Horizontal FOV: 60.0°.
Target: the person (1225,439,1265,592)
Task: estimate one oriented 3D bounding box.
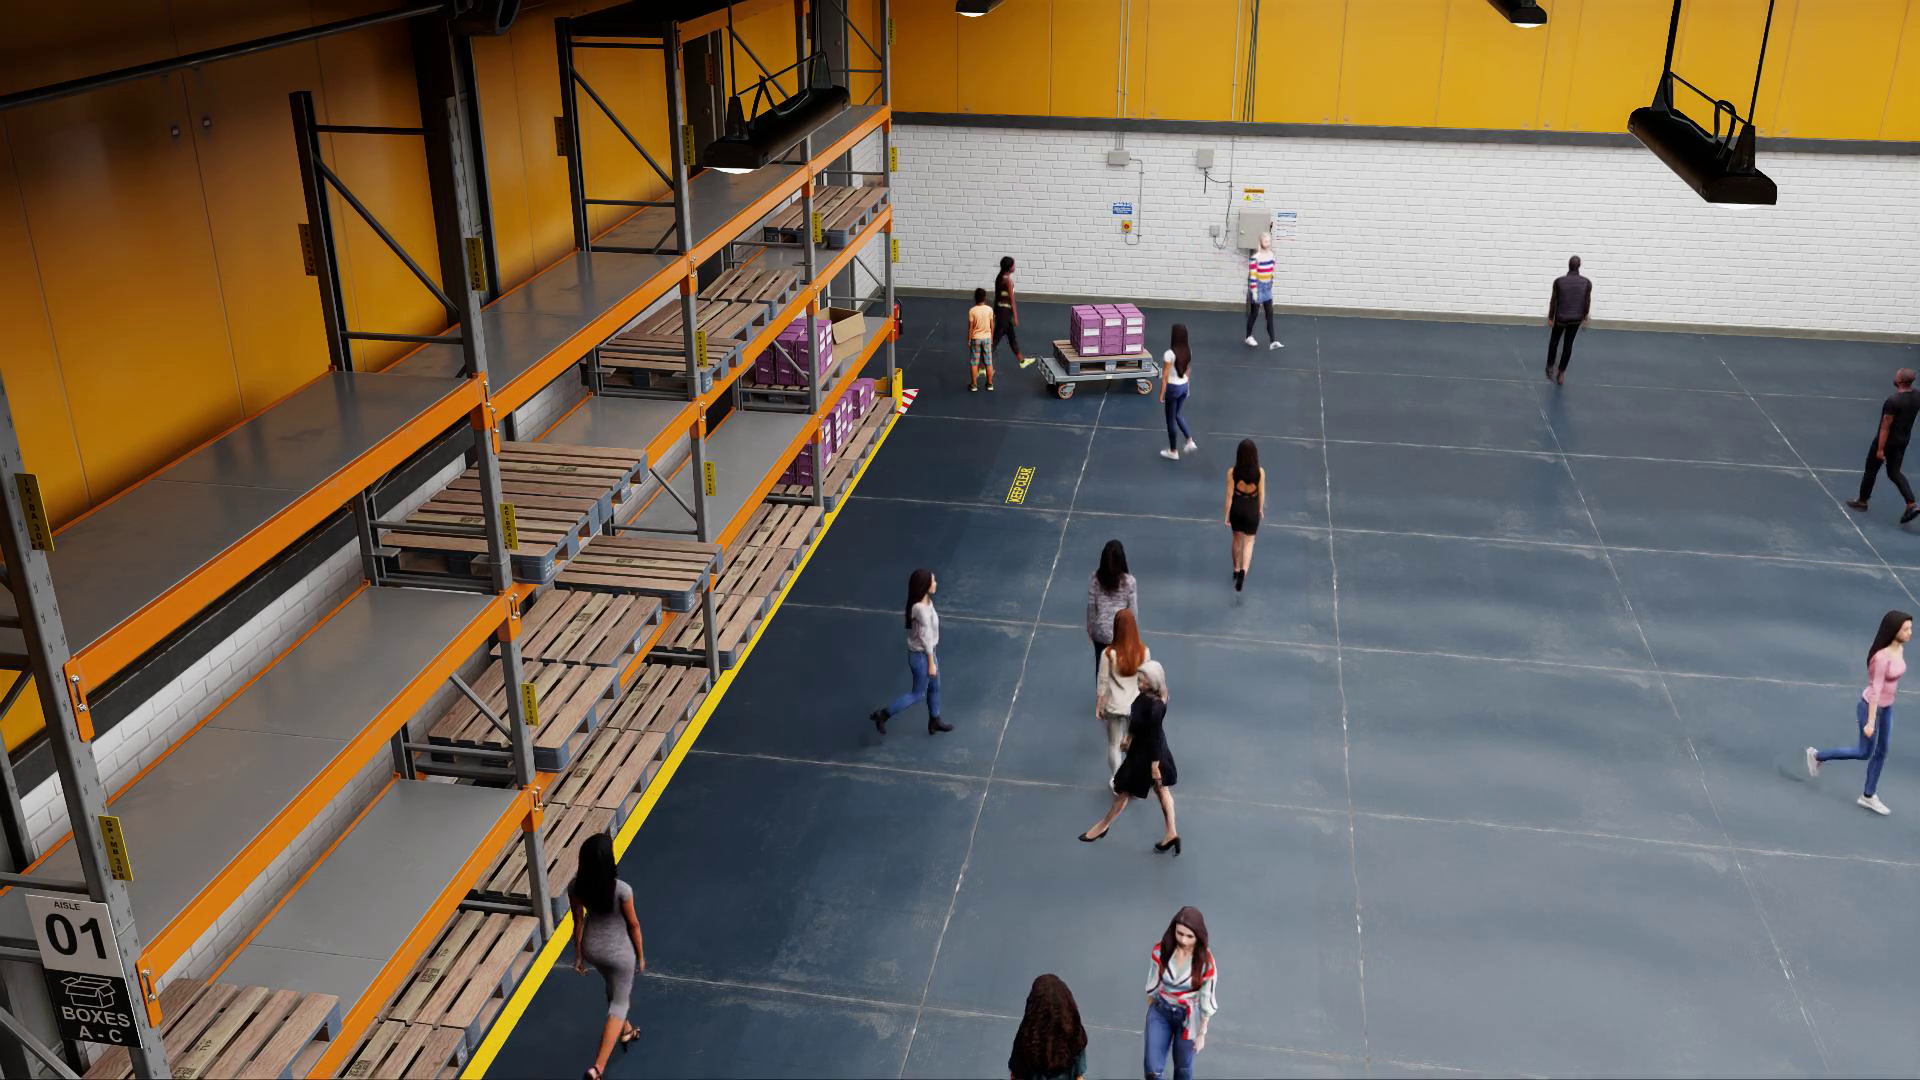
[{"bbox_3d":[2.946,-0.223,17.244,0.577,1.631,0.934,5,24,11],"label":"person"}]

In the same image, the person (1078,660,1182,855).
[{"bbox_3d":[1.524,1.686,12.778,0.663,1.710,0.963,5,24,11],"label":"person"}]

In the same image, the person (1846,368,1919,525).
[{"bbox_3d":[10.688,-1.052,18.940,1.051,1.792,1.254,-9,25,-20],"label":"person"}]

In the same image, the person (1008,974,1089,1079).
[{"bbox_3d":[0.511,3.247,9.388,0.951,1.566,1.202,-7,25,-16],"label":"person"}]

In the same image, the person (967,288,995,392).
[{"bbox_3d":[0.298,-2.825,23.415,0.579,1.456,0.578,-5,24,-11],"label":"person"}]

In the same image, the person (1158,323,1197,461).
[{"bbox_3d":[2.761,-1.813,20.716,0.790,1.763,0.840,-22,32,-40],"label":"person"}]

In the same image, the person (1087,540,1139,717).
[{"bbox_3d":[1.309,0.843,14.693,0.639,1.721,0.772,6,24,14],"label":"person"}]

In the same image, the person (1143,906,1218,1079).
[{"bbox_3d":[1.368,2.875,10.201,0.672,1.596,0.682,10,26,22],"label":"person"}]

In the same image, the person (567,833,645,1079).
[{"bbox_3d":[-2.244,2.685,10.440,0.635,1.752,1.062,6,24,14],"label":"person"}]

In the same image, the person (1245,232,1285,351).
[{"bbox_3d":[4.499,-3.773,25.193,1.052,1.769,1.148,-13,27,-28],"label":"person"}]

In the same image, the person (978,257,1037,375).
[{"bbox_3d":[0.549,-3.177,23.917,1.071,1.700,1.166,-9,25,-20],"label":"person"}]

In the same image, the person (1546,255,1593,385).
[{"bbox_3d":[8.642,-3.115,23.627,0.772,1.818,0.940,7,25,16],"label":"person"}]

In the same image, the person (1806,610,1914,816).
[{"bbox_3d":[7.366,1.356,13.510,0.956,1.729,1.002,-17,29,-34],"label":"person"}]

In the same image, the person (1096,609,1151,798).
[{"bbox_3d":[1.347,1.387,13.476,0.689,1.699,0.752,-1,24,-3],"label":"person"}]

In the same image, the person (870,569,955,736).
[{"bbox_3d":[-0.412,1.024,14.423,0.824,1.607,0.979,-2,24,-4],"label":"person"}]
